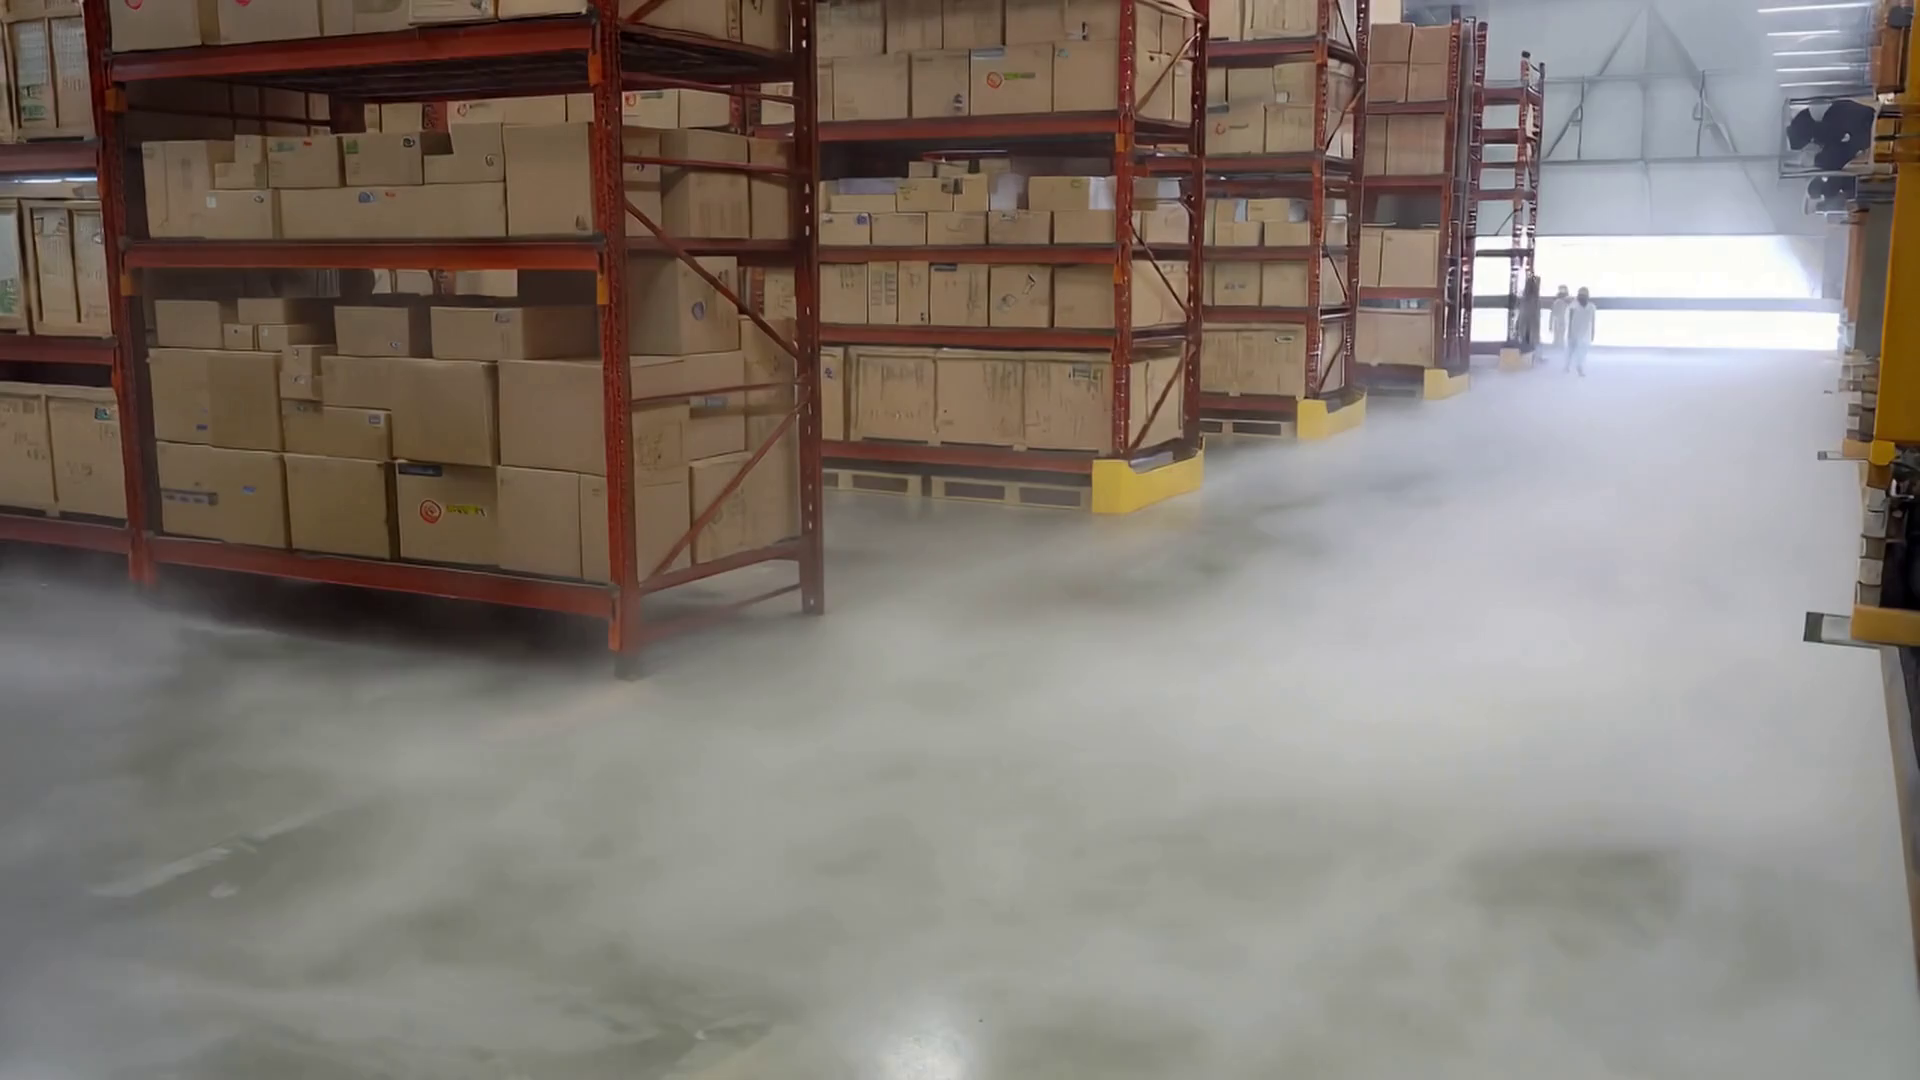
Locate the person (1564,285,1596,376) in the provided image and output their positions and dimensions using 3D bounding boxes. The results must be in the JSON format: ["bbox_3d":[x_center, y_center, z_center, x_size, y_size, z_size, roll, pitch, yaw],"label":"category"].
[{"bbox_3d":[11.778,-3.980,31.604,0.570,1.737,0.536,1,10,8],"label":"person"}]

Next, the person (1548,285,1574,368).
[{"bbox_3d":[12.266,-4.334,33.791,0.557,1.676,0.927,2,10,14],"label":"person"}]

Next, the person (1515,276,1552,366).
[{"bbox_3d":[11.820,-4.560,34.601,0.953,1.867,0.643,8,12,37],"label":"person"}]
